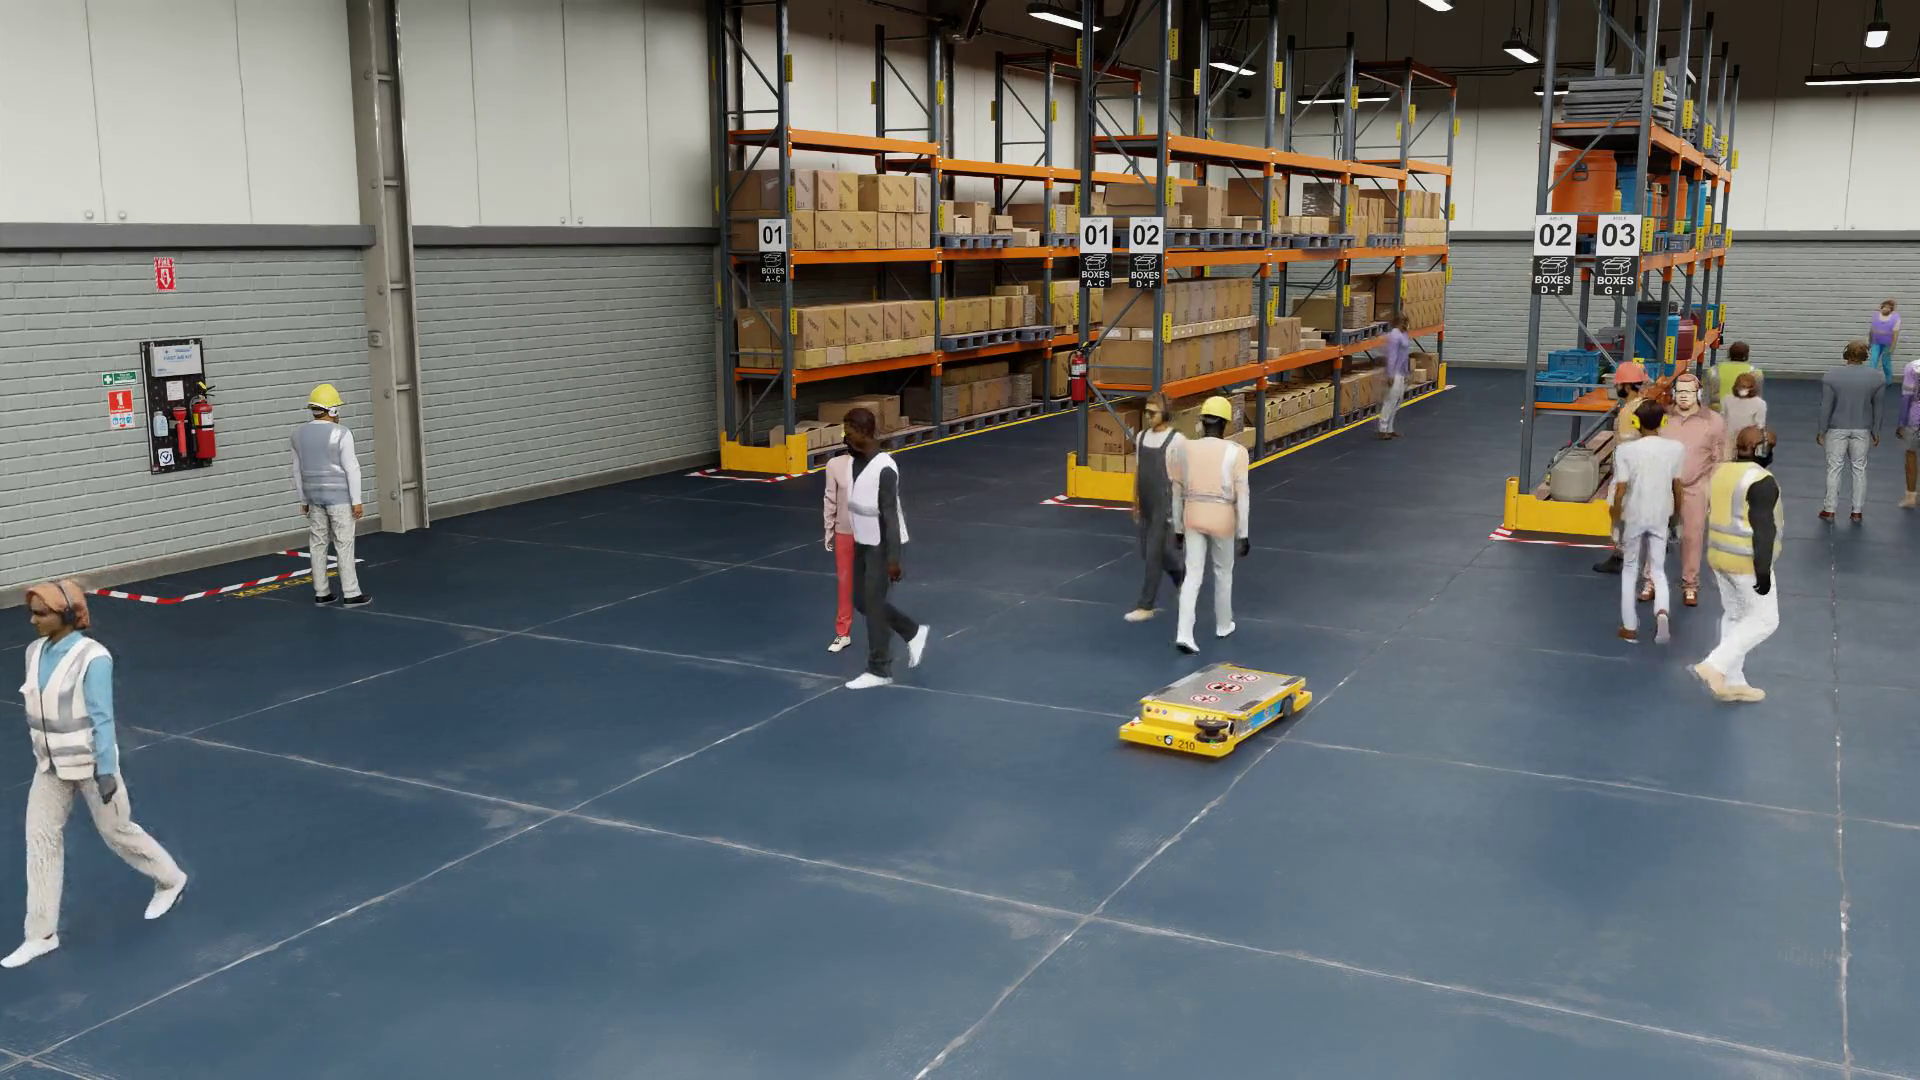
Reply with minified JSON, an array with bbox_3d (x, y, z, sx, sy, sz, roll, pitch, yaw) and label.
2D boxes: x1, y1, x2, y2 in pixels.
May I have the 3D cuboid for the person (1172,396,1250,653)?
[{"bbox_3d":[1.831,-0.121,12.231,0.613,1.875,1.001,5,11,24],"label":"person"}]

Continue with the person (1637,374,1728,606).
[{"bbox_3d":[5.926,-0.412,13.703,0.641,1.908,0.407,6,12,29],"label":"person"}]

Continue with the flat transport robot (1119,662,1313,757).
[{"bbox_3d":[1.615,1.026,10.323,0.652,0.197,1.431,7,12,33],"label":"flat transport robot"}]

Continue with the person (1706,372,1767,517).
[{"bbox_3d":[8.225,-0.988,17.693,0.560,1.582,0.841,10,14,43],"label":"person"}]

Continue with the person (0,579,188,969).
[{"bbox_3d":[-3.743,0.942,7.133,0.522,1.604,0.816,5,12,25],"label":"person"}]

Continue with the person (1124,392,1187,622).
[{"bbox_3d":[1.613,-0.282,13.239,0.790,1.821,0.514,-8,13,-38],"label":"person"}]

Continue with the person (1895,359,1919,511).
[{"bbox_3d":[10.693,-1.335,18.371,0.619,2.042,0.395,2,11,11],"label":"person"}]

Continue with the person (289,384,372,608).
[{"bbox_3d":[-5.131,-0.354,13.585,0.586,1.833,0.403,3,11,14],"label":"person"}]

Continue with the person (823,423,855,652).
[{"bbox_3d":[-0.736,-0.044,12.079,0.533,1.767,0.323,2,11,11],"label":"person"}]

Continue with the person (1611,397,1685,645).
[{"bbox_3d":[5.074,-0.122,12.256,0.522,1.852,0.623,1,10,7],"label":"person"}]

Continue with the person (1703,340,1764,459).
[{"bbox_3d":[8.965,-1.402,19.321,0.643,1.823,0.540,6,12,30],"label":"person"}]

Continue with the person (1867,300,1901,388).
[{"bbox_3d":[18.159,-3.838,32.765,0.959,1.775,0.628,-9,14,-40],"label":"person"}]

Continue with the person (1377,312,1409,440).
[{"bbox_3d":[6.481,-2.444,24.820,0.349,1.907,0.740,5,11,25],"label":"person"}]

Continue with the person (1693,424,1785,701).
[{"bbox_3d":[5.069,0.161,10.813,0.472,1.820,0.650,-1,10,-4],"label":"person"}]

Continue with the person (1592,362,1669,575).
[{"bbox_3d":[6.003,-0.625,14.819,0.530,1.920,0.570,9,14,41],"label":"person"}]

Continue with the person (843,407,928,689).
[{"bbox_3d":[-0.511,0.042,11.294,0.638,1.892,0.691,-6,12,-29],"label":"person"}]

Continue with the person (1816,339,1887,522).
[{"bbox_3d":[9.457,-1.161,17.693,0.636,1.938,0.358,3,11,15],"label":"person"}]
